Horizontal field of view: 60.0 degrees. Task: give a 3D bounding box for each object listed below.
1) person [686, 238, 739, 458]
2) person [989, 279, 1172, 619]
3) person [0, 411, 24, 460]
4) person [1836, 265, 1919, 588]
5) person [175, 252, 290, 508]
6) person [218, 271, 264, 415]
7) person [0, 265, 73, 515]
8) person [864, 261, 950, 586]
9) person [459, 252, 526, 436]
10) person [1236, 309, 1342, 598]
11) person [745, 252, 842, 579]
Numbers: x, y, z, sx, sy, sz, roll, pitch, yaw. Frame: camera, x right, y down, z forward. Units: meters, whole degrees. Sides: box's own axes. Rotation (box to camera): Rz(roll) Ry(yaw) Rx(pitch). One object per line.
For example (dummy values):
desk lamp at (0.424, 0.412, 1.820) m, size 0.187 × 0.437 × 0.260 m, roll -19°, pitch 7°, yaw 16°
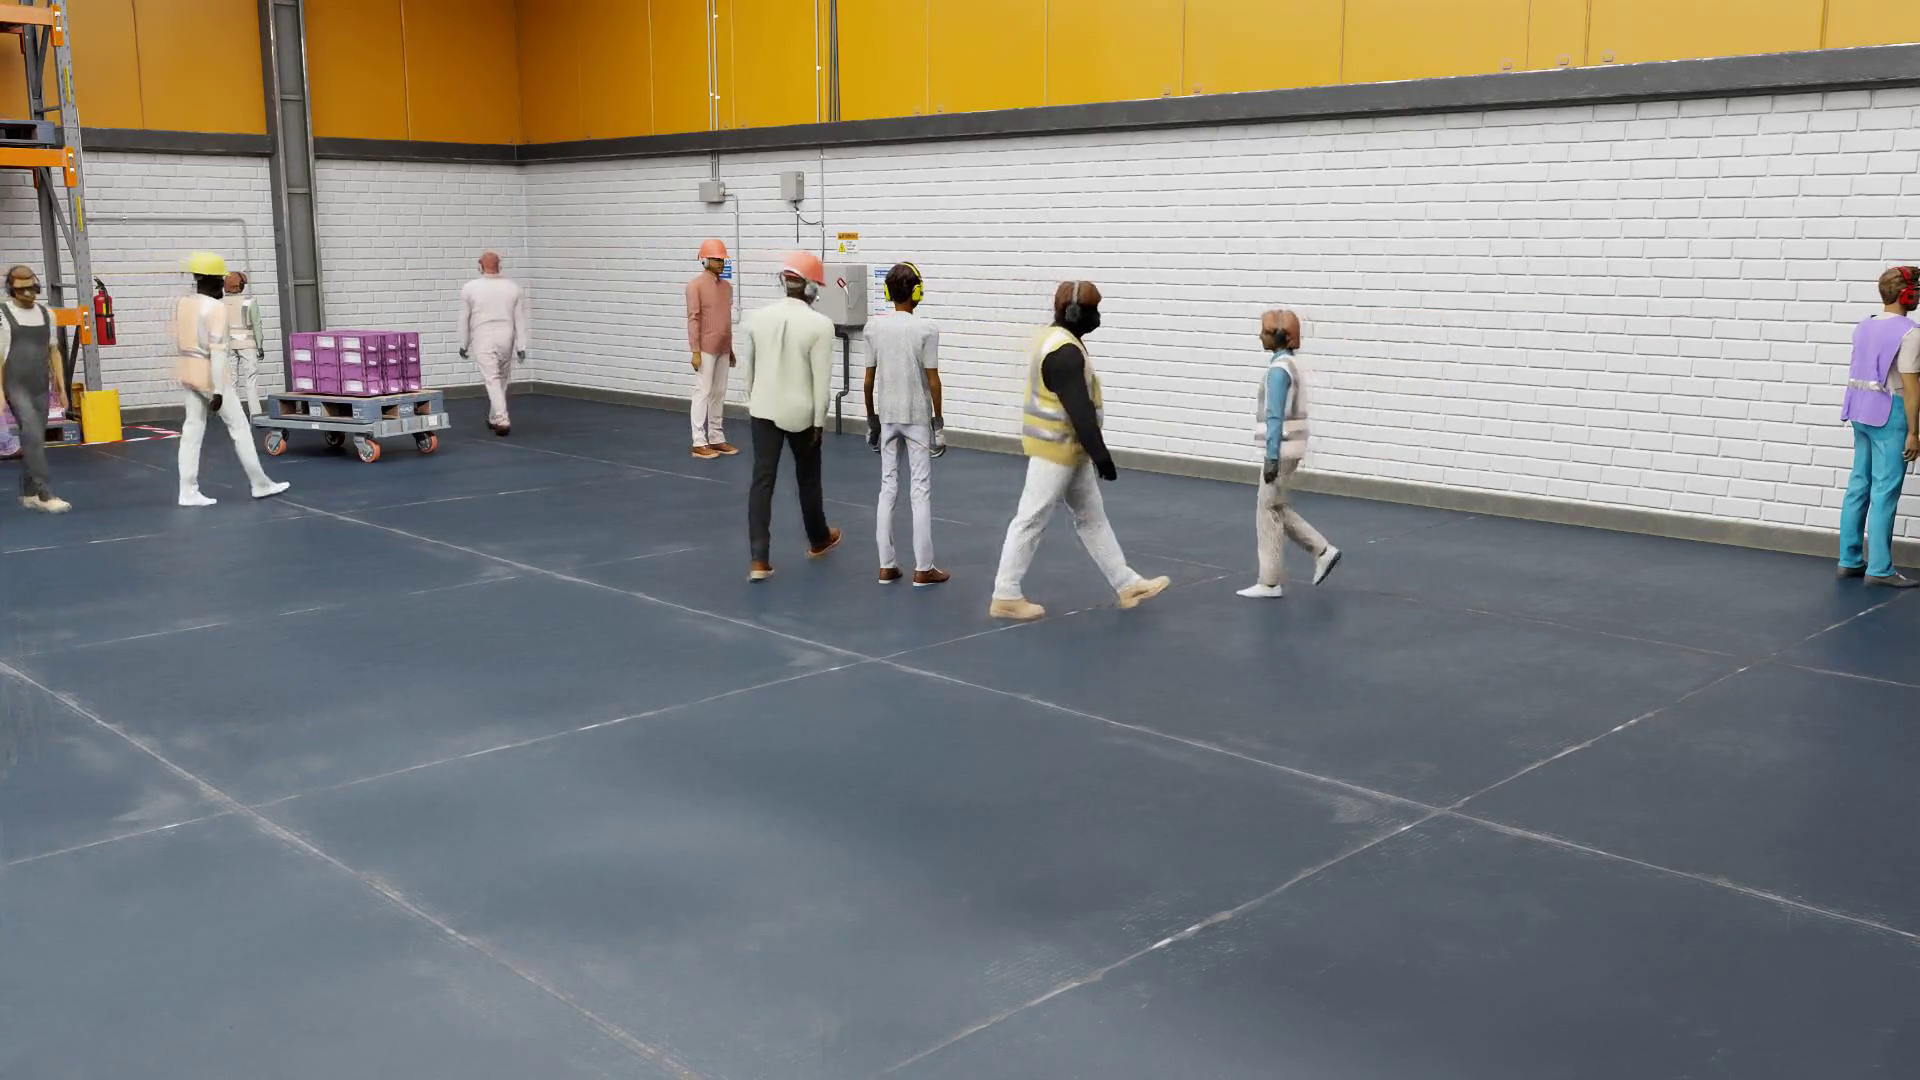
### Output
person at (-2.251, -1.751, 15.218) m, size 0.397 × 1.992 × 0.623 m, roll 5°, pitch 12°, yaw 27°
person at (0.619, -0.459, 8.726) m, size 0.995 × 1.784 × 0.627 m, roll 1°, pitch 10°, yaw 5°
person at (-8.777, -1.580, 14.662) m, size 0.995 × 1.861 × 0.660 m, roll -9°, pitch 14°, yaw -42°
person at (5.335, -0.653, 9.624) m, size 0.386 × 1.849 × 0.566 m, roll -1°, pitch 10°, yaw -5°
person at (-5.571, -1.209, 12.553) m, size 0.594 × 1.889 × 0.912 m, roll 6°, pitch 12°, yaw 30°
person at (-7.669, -2.033, 17.722) m, size 0.514 × 1.641 × 0.309 m, roll 1°, pitch 10°, yaw 4°
person at (-6.718, -1.075, 12.066) m, size 0.773 × 1.800 × 0.592 m, roll 5°, pitch 12°, yaw 25°
person at (-0.313, -0.667, 9.639) m, size 0.515 × 1.876 × 0.329 m, roll 5°, pitch 11°, yaw 24°
person at (-4.768, -2.006, 17.006) m, size 0.632 × 1.860 × 1.002 m, roll -7°, pitch 13°, yaw -34°
person at (1.839, -0.469, 9.248) m, size 0.482 × 1.625 × 0.521 m, roll 3°, pitch 11°, yaw 16°
person at (-1.013, -0.759, 10.022) m, size 0.624 × 1.920 × 1.066 m, roll 3°, pitch 11°, yaw 14°
